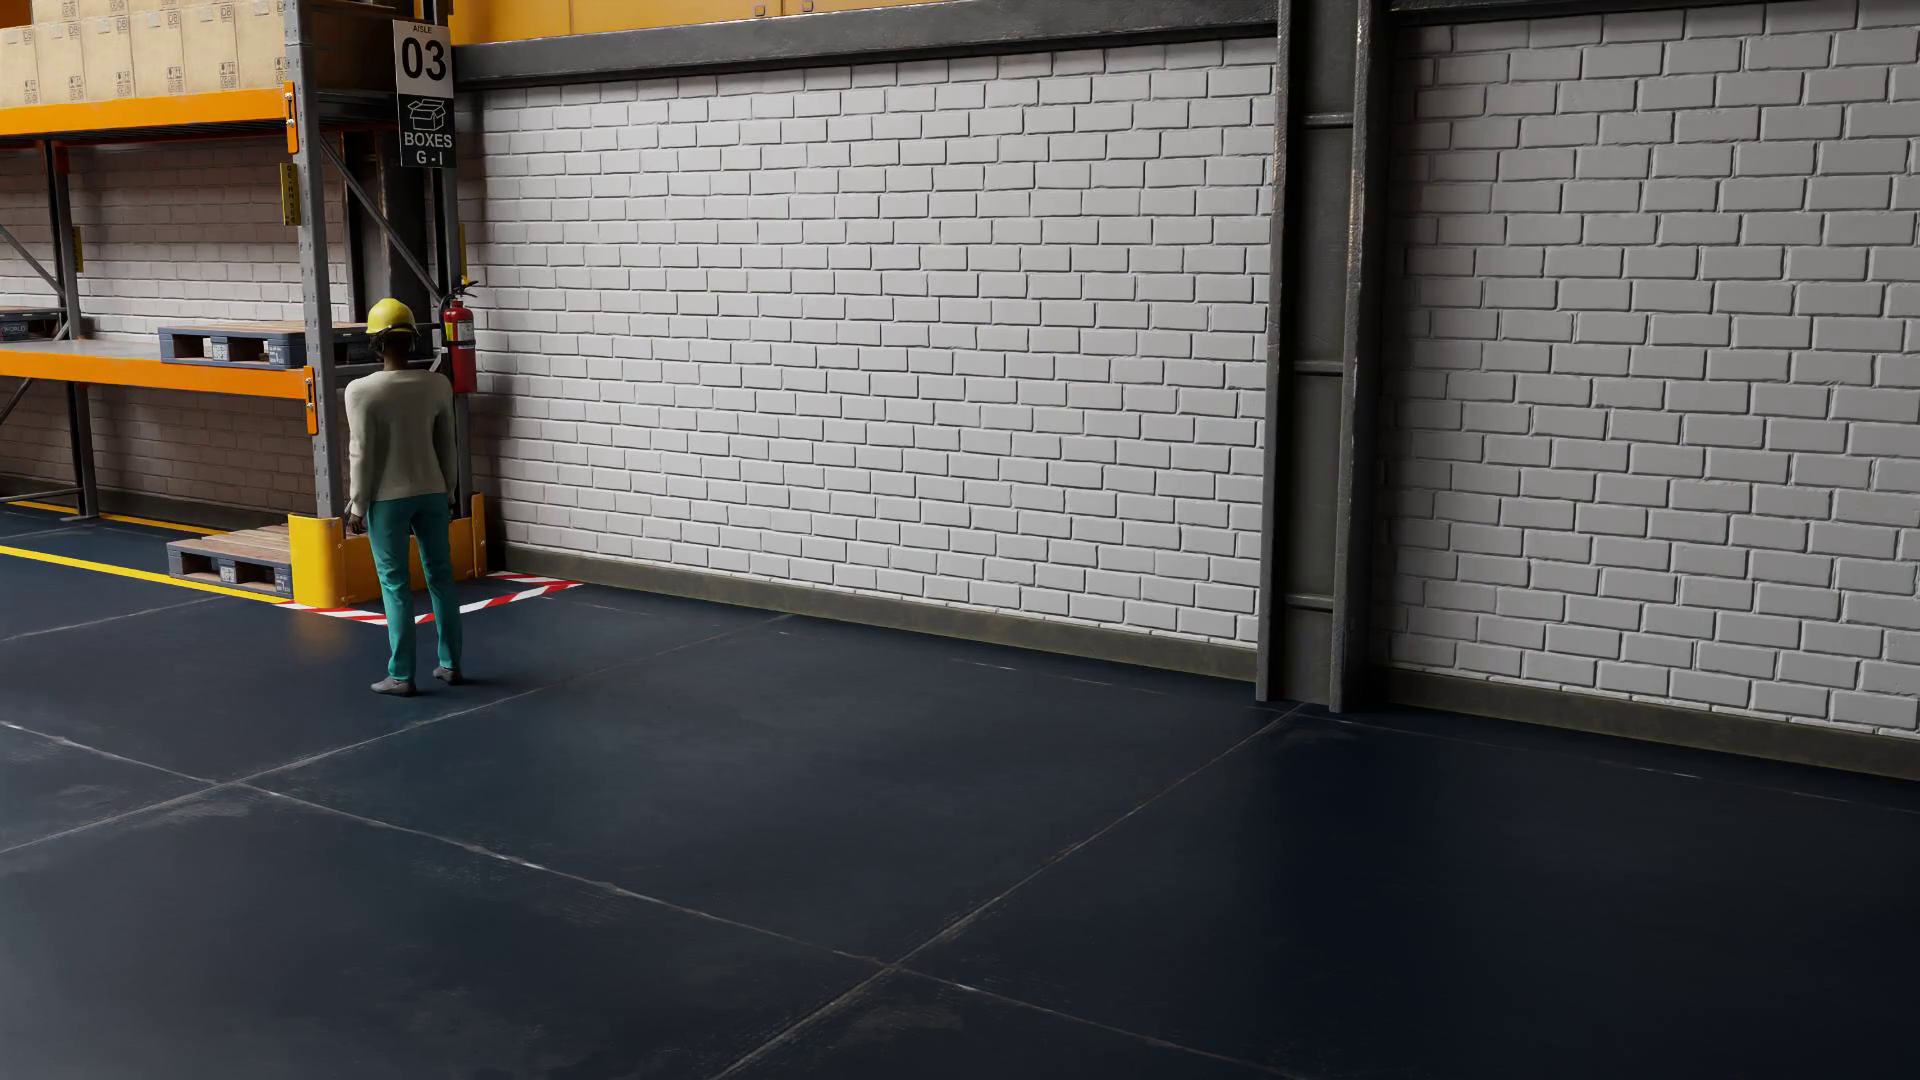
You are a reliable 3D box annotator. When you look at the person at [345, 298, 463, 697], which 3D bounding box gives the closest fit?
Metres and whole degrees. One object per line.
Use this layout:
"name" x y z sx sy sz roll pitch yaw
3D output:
"person" -2.489 -0.186 7.426 0.327 1.767 0.533 8 13 39
